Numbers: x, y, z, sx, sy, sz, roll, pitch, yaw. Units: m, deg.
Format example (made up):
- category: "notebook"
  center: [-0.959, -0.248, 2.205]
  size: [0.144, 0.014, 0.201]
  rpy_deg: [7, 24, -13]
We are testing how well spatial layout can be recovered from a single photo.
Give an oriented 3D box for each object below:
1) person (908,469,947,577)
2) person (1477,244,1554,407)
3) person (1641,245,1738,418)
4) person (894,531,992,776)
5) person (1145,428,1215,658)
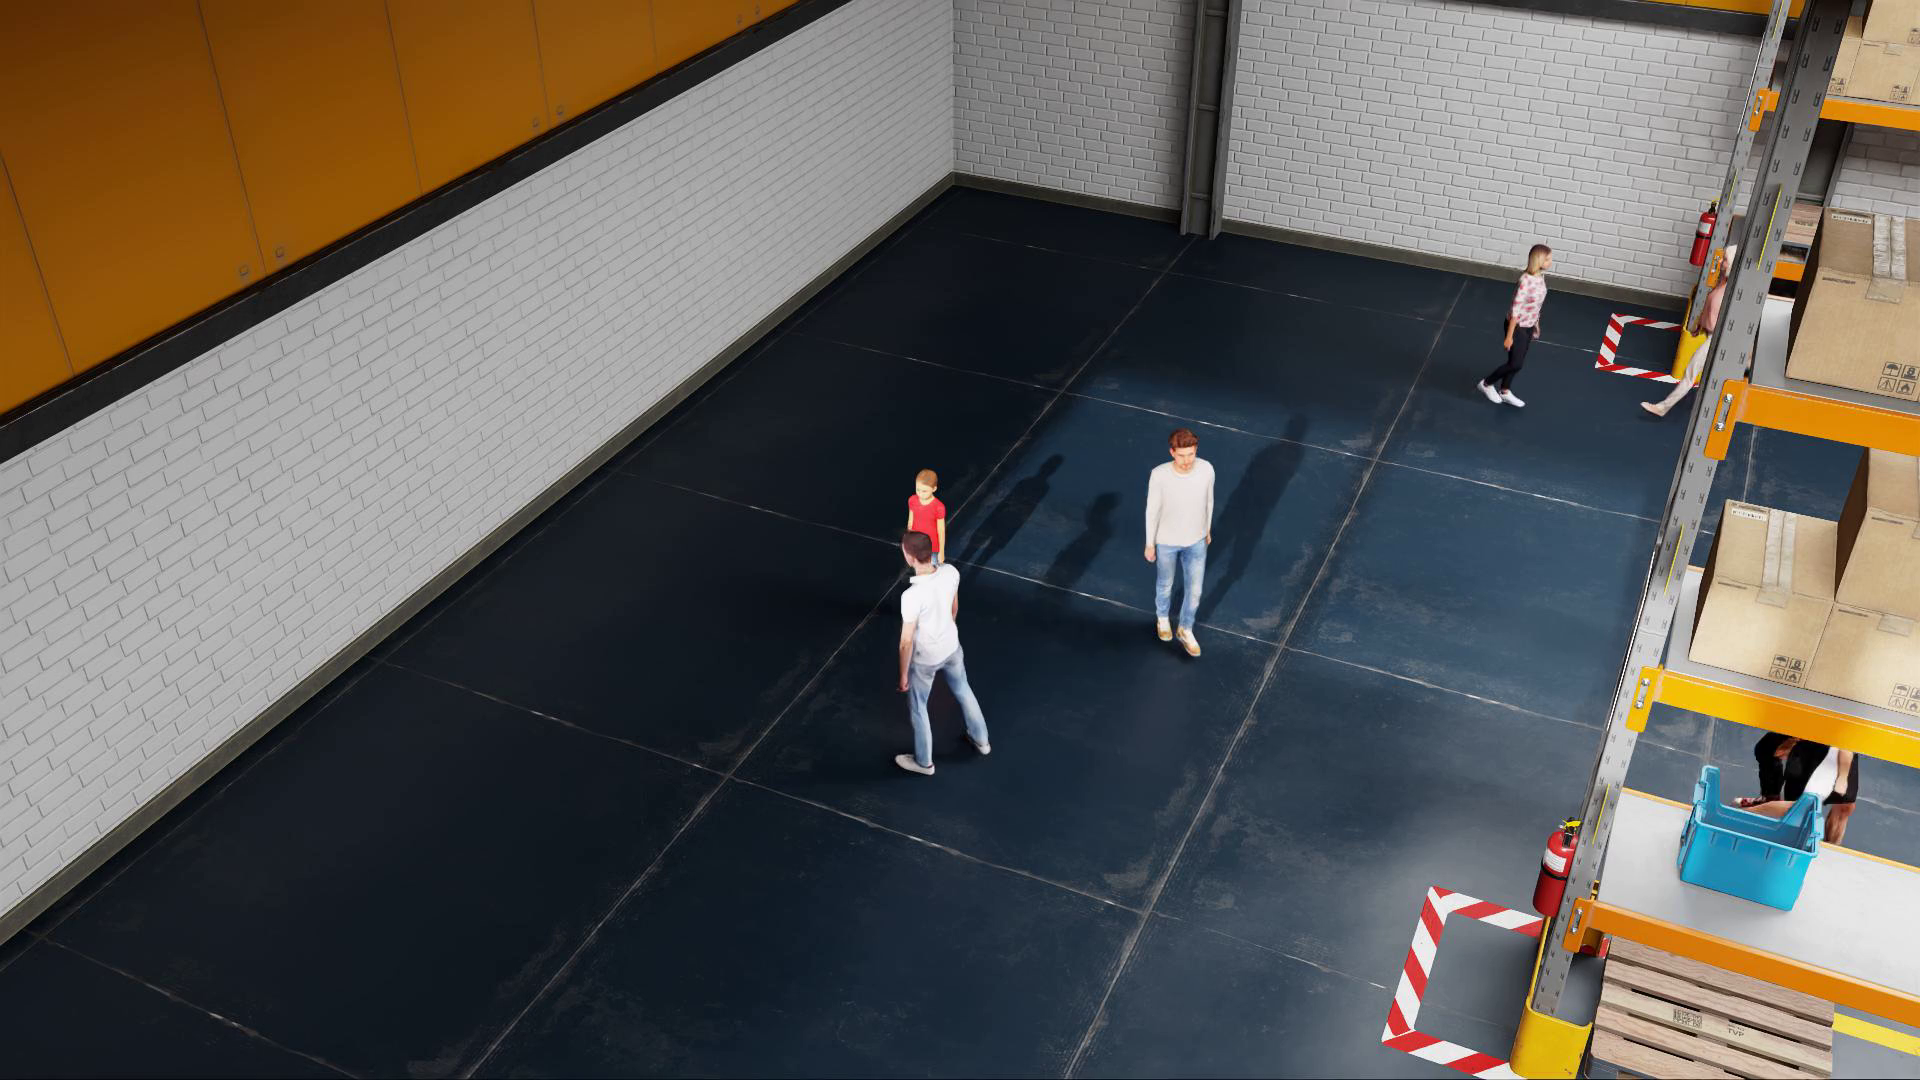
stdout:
- category: "person"
  center: [-0.241, 0.027, 12.439]
  size: [0.437, 1.309, 0.545]
  rpy_deg: [18, 38, 25]
- category: "person"
  center: [5.030, -1.965, 15.160]
  size: [0.711, 1.614, 0.672]
  rpy_deg: [20, 39, 28]
- category: "person"
  center: [6.850, -1.812, 14.865]
  size: [1.119, 1.687, 0.805]
  rpy_deg: [4, 34, 6]
- category: "person"
  center: [-0.174, 0.743, 10.881]
  size: [0.869, 1.842, 0.941]
  rpy_deg: [27, 42, 34]
- category: "person"
  center: [1.572, -0.057, 12.062]
  size: [0.866, 1.865, 0.924]
  rpy_deg: [-4, 34, -6]
